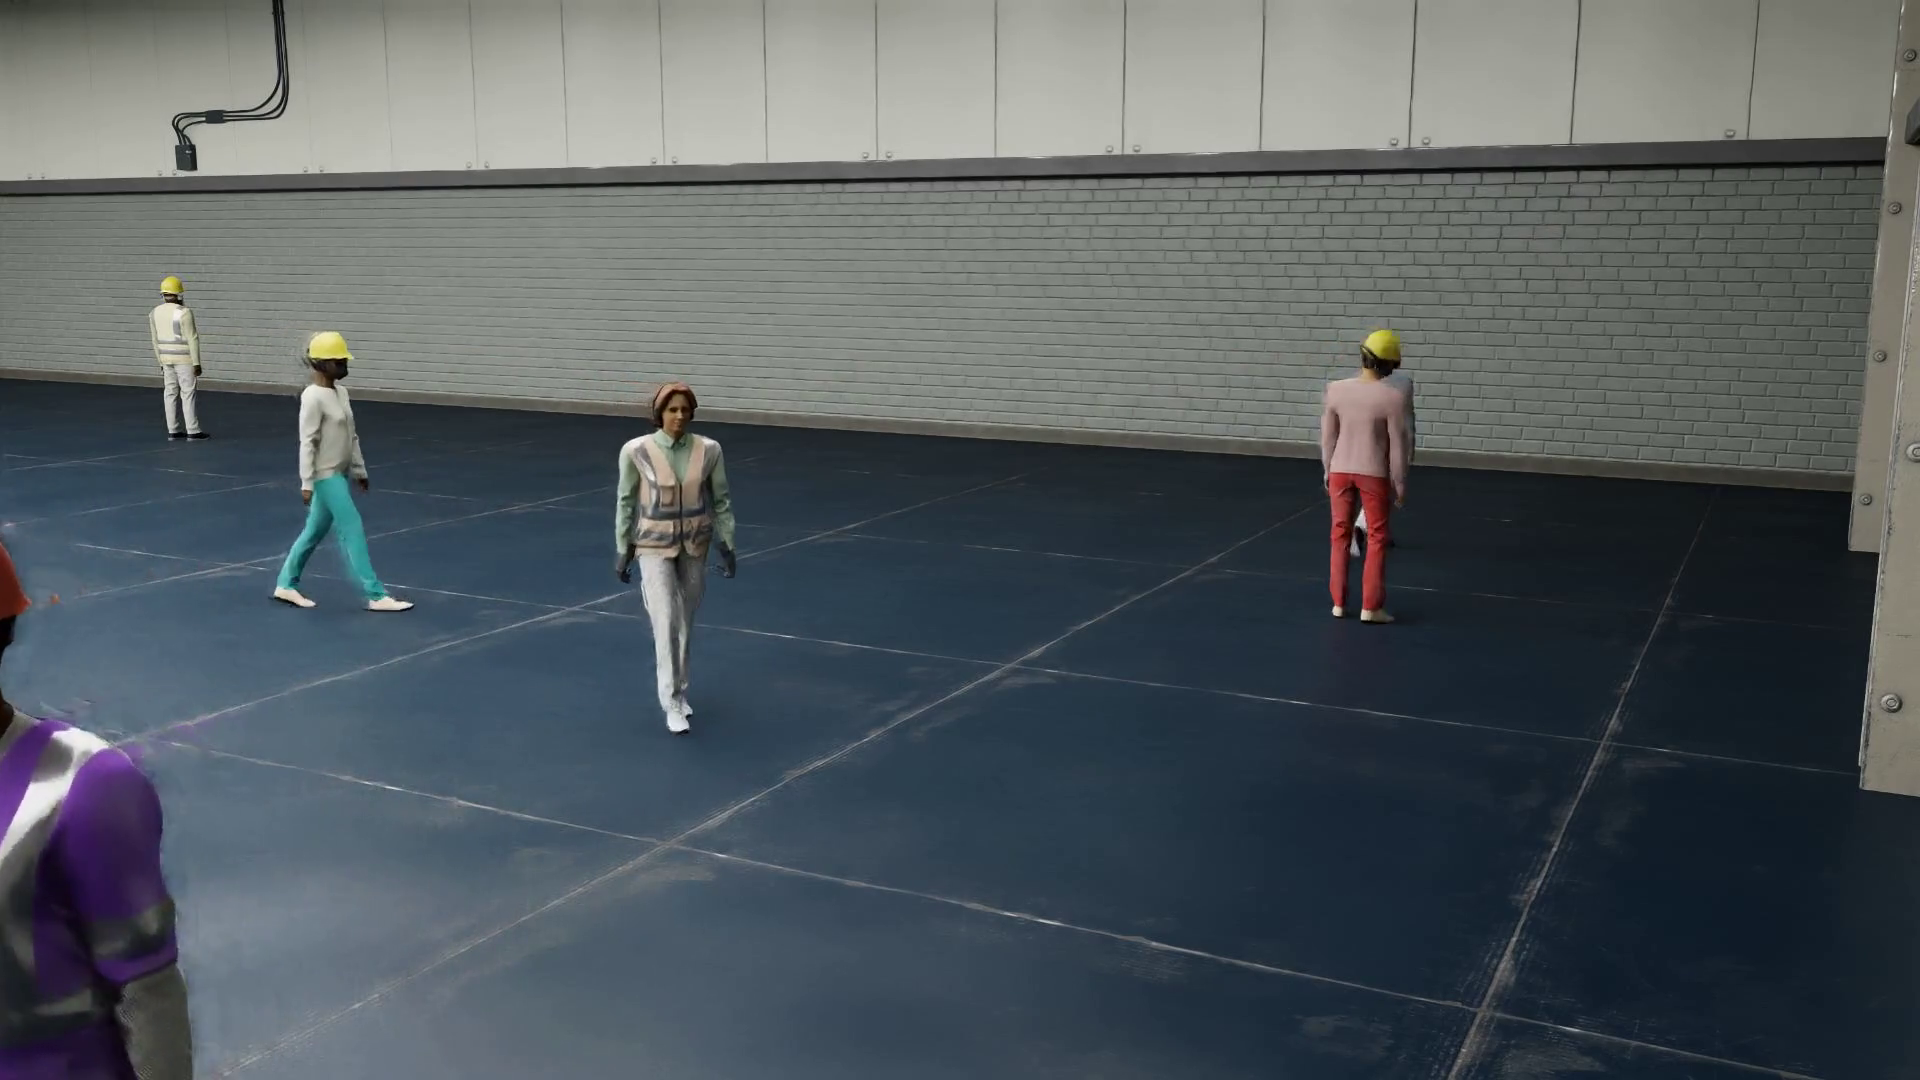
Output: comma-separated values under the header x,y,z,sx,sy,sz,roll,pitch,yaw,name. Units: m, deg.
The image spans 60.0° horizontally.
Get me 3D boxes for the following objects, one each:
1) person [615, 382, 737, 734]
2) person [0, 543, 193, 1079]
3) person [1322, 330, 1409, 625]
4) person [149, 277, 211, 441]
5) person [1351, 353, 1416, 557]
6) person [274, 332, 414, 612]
x,y,z,sx,sy,sz,roll,pitch,yaw,name
-1.285,0.082,7.731,0.546,1.609,0.700,-6,12,-29,person
-1.484,0.901,2.476,0.548,1.910,0.736,5,11,24,person
2.385,-0.362,9.874,0.550,1.735,0.377,8,13,37,person
-8.723,-2.017,18.599,0.589,1.837,0.404,4,11,19,person
2.997,-0.683,11.952,0.507,1.605,0.740,10,14,43,person
-3.847,-0.409,10.146,0.898,1.722,0.536,0,10,1,person
